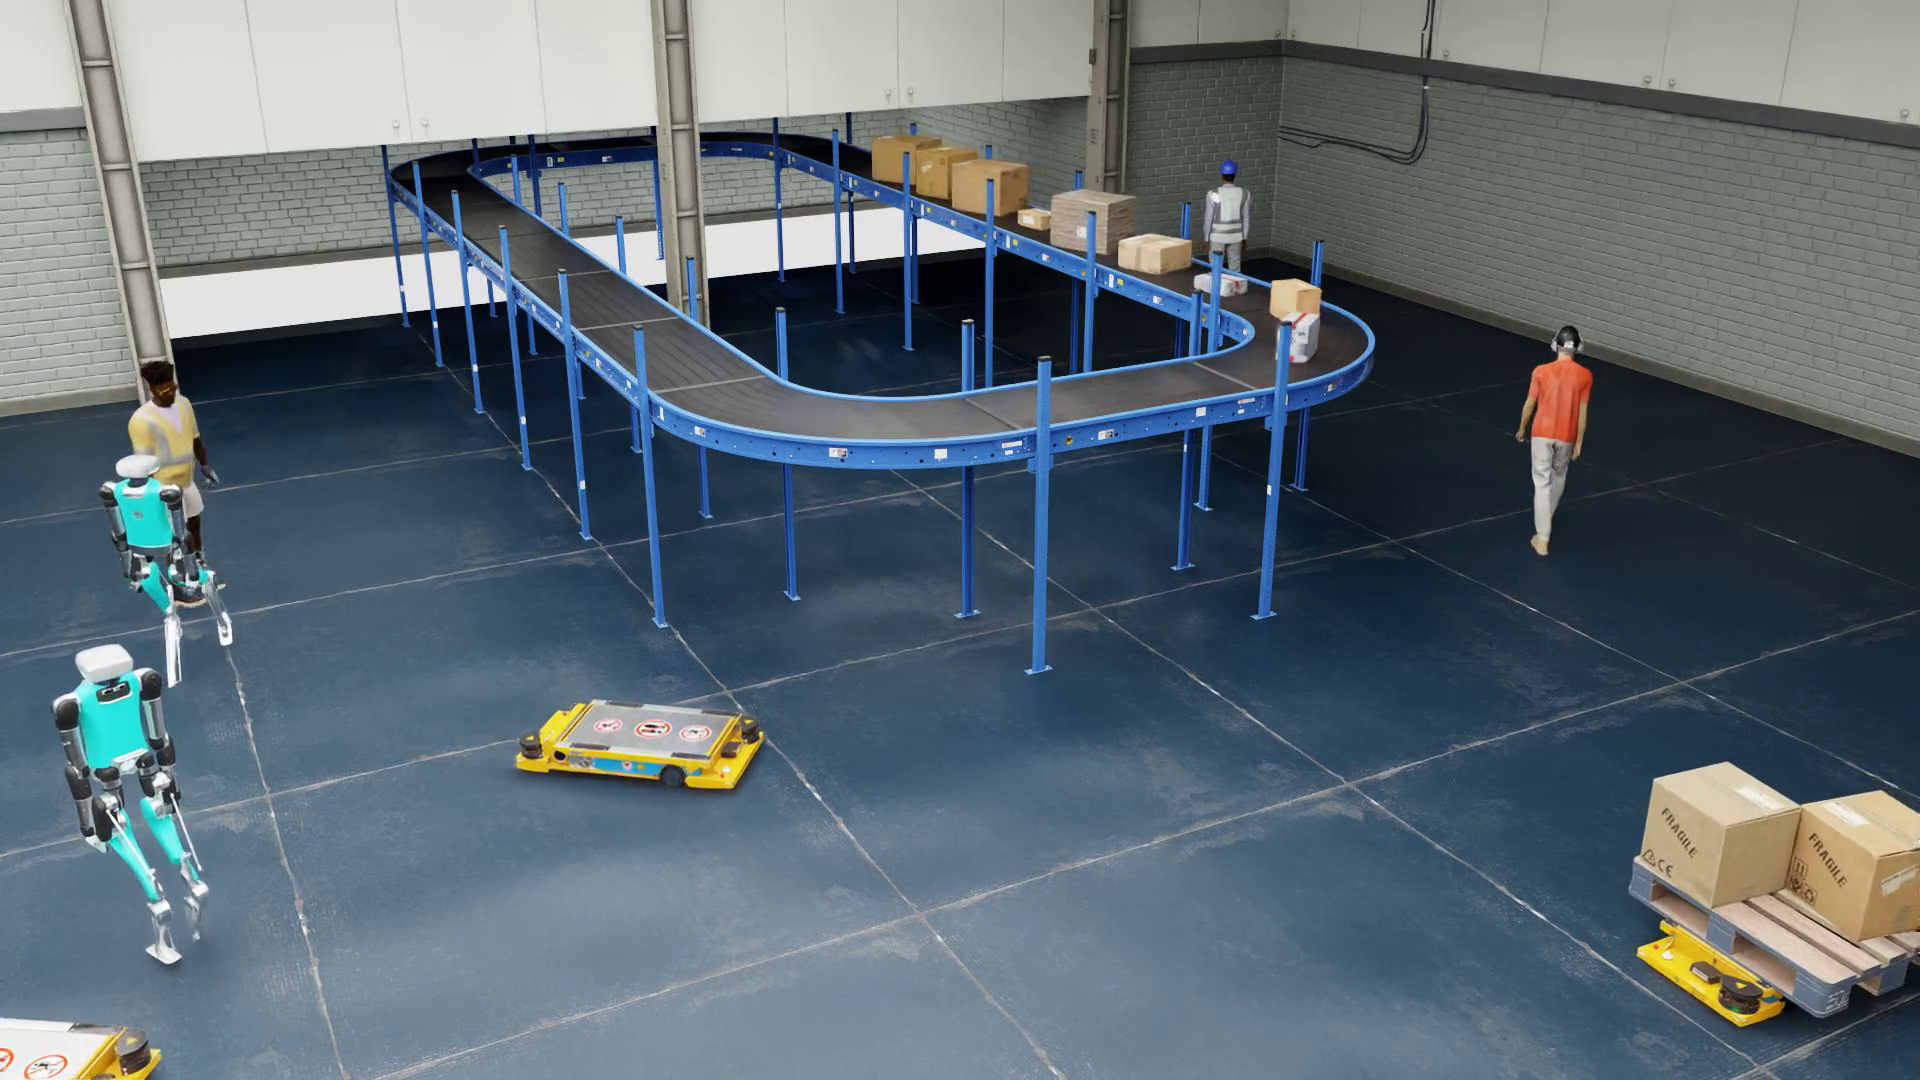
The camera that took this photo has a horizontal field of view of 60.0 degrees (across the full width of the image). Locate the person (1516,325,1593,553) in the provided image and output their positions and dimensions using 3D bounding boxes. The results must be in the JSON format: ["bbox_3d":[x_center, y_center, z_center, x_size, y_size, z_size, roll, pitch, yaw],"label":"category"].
[{"bbox_3d":[4.959,-0.898,13.976,0.495,1.864,0.975,2,22,6],"label":"person"}]

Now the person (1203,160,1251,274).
[{"bbox_3d":[3.374,-3.838,21.129,0.606,1.943,0.399,-3,22,-7],"label":"person"}]

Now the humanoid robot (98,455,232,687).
[{"bbox_3d":[-5.486,0.124,11.705,0.556,1.768,1.061,0,22,-1],"label":"humanoid robot"}]

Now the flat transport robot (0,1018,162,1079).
[{"bbox_3d":[-4.551,2.506,7.681,1.431,0.231,0.659,2,22,5],"label":"flat transport robot"}]

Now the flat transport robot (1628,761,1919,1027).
[{"bbox_3d":[4.312,2.097,8.693,1.431,0.231,0.659,-10,24,-24],"label":"flat transport robot"}]

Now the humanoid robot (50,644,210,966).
[{"bbox_3d":[-4.085,1.431,8.405,0.666,1.824,0.541,16,27,34],"label":"humanoid robot"}]

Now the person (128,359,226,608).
[{"bbox_3d":[-6.015,-0.462,12.774,0.410,1.950,0.718,5,22,11],"label":"person"}]

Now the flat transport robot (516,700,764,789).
[{"bbox_3d":[-2.040,1.304,10.653,1.431,0.231,0.659,4,22,10],"label":"flat transport robot"}]
